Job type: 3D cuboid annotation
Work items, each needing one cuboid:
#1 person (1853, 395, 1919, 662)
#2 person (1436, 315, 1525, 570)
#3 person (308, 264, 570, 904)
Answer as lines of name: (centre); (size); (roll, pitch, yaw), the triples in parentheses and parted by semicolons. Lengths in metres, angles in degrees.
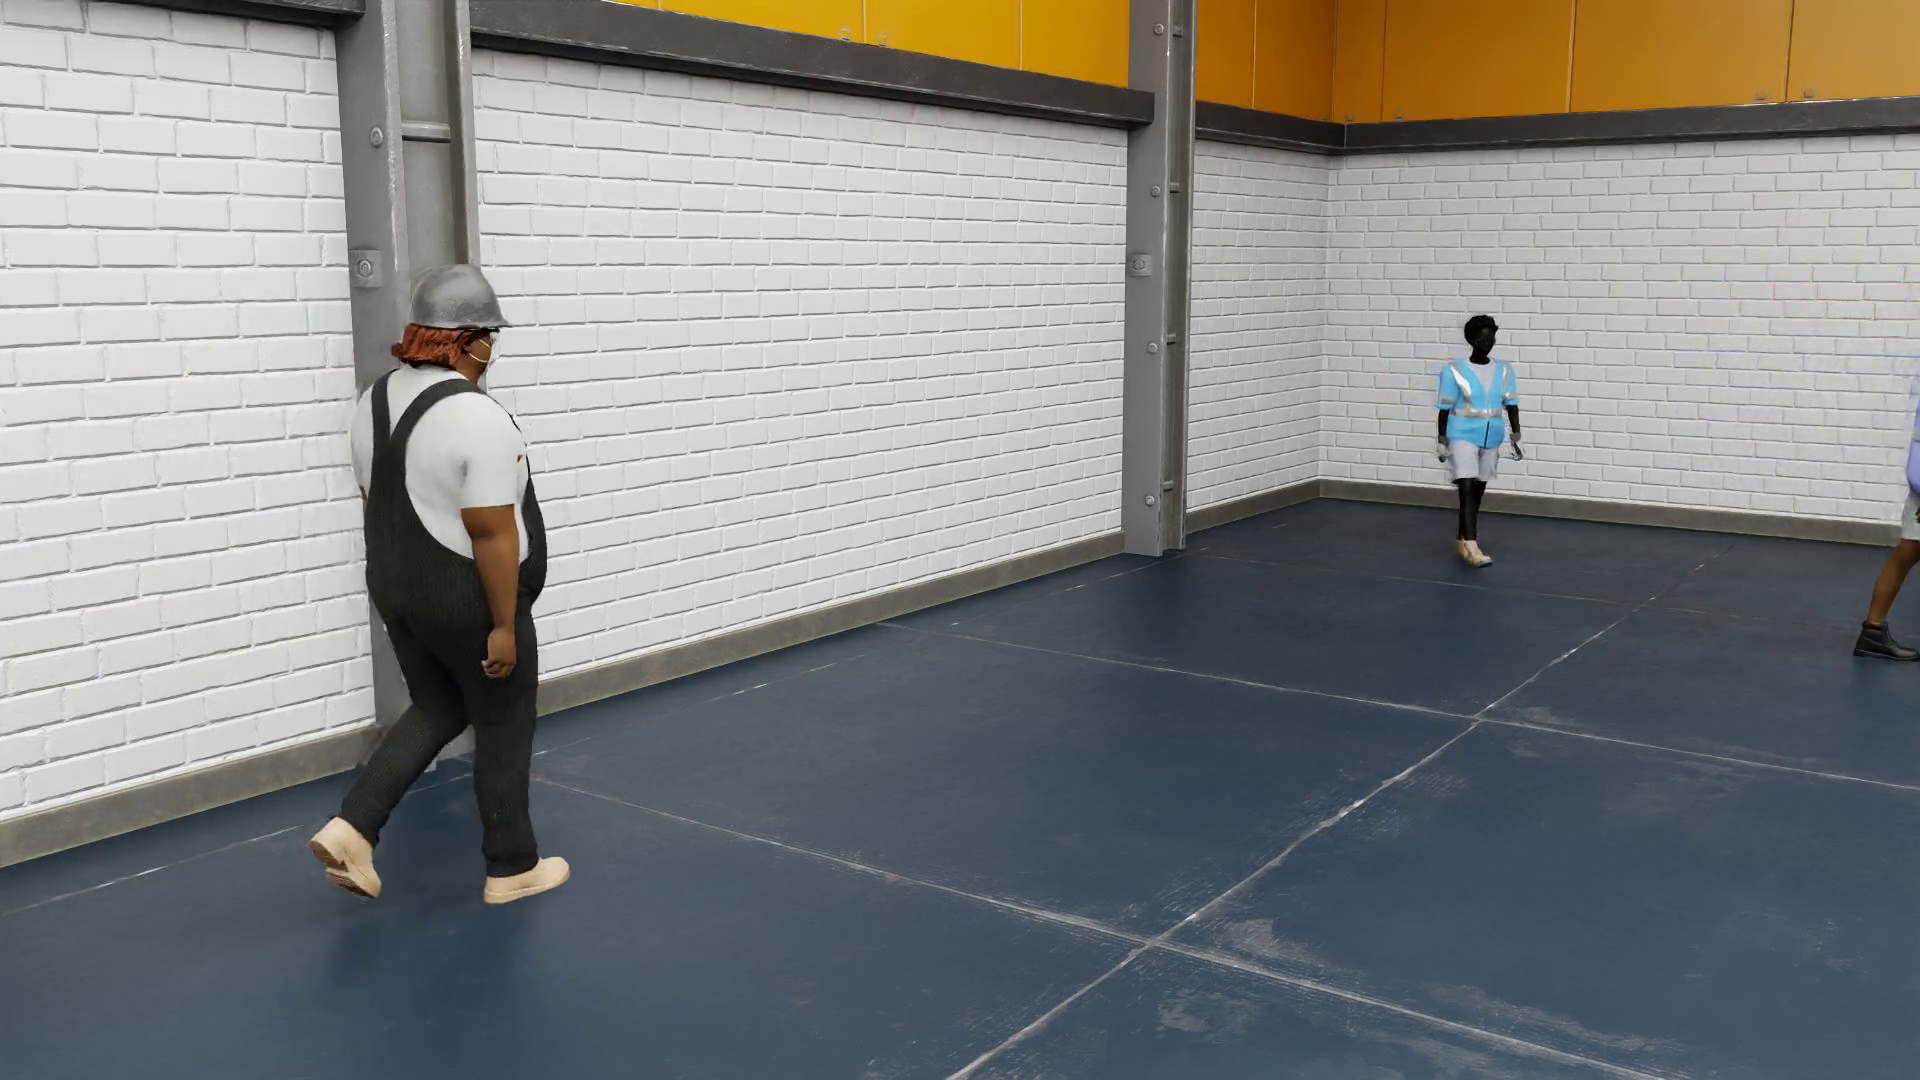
person: (4.976, -0.285, 8.186); (0.957, 1.891, 0.568); (4, 10, 23)
person: (3.441, -0.629, 10.915); (0.539, 1.663, 0.813); (-2, 10, -12)
person: (-1.585, 0.157, 5.102); (0.688, 2.000, 0.710); (7, 12, 35)
